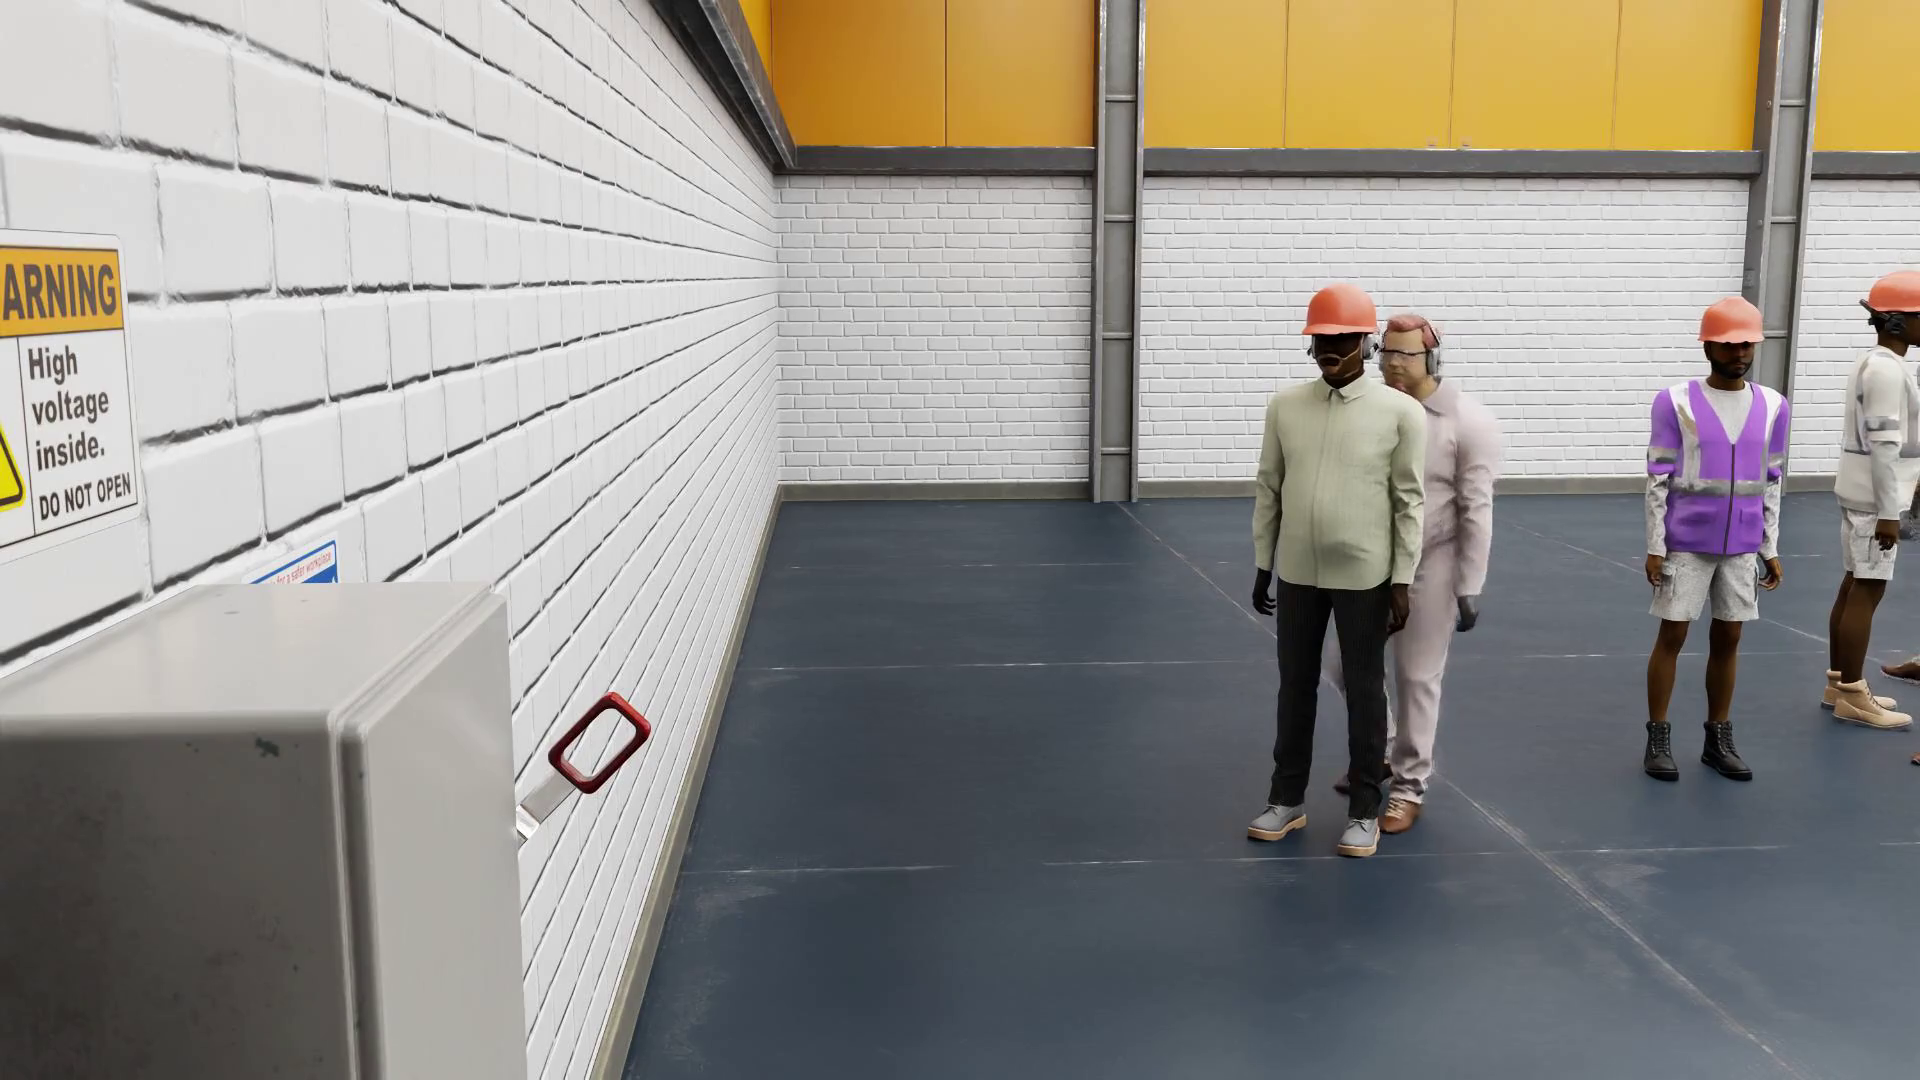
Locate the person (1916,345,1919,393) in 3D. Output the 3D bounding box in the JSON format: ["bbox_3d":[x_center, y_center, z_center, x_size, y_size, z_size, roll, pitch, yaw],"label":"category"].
[{"bbox_3d":[8.215,-1.048,14.061,0.893,1.669,0.541,1,9,7],"label":"person"}]

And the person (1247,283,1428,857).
[{"bbox_3d":[1.312,0.104,5.849,0.612,1.995,0.376,6,11,32],"label":"person"}]

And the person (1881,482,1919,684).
[{"bbox_3d":[4.805,-0.120,7.824,0.505,1.826,0.920,-5,10,-28],"label":"person"}]

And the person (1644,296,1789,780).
[{"bbox_3d":[3.020,0.003,6.655,0.542,1.939,0.360,0,9,2],"label":"person"}]

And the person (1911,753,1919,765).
[{"bbox_3d":[4.194,0.036,6.666,0.333,1.873,0.520,-6,11,-34],"label":"person"}]

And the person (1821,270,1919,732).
[{"bbox_3d":[4.150,-0.181,7.483,0.379,2.045,0.605,3,10,21],"label":"person"}]

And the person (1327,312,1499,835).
[{"bbox_3d":[1.621,0.110,6.132,0.675,1.894,0.509,8,12,40],"label":"person"}]
